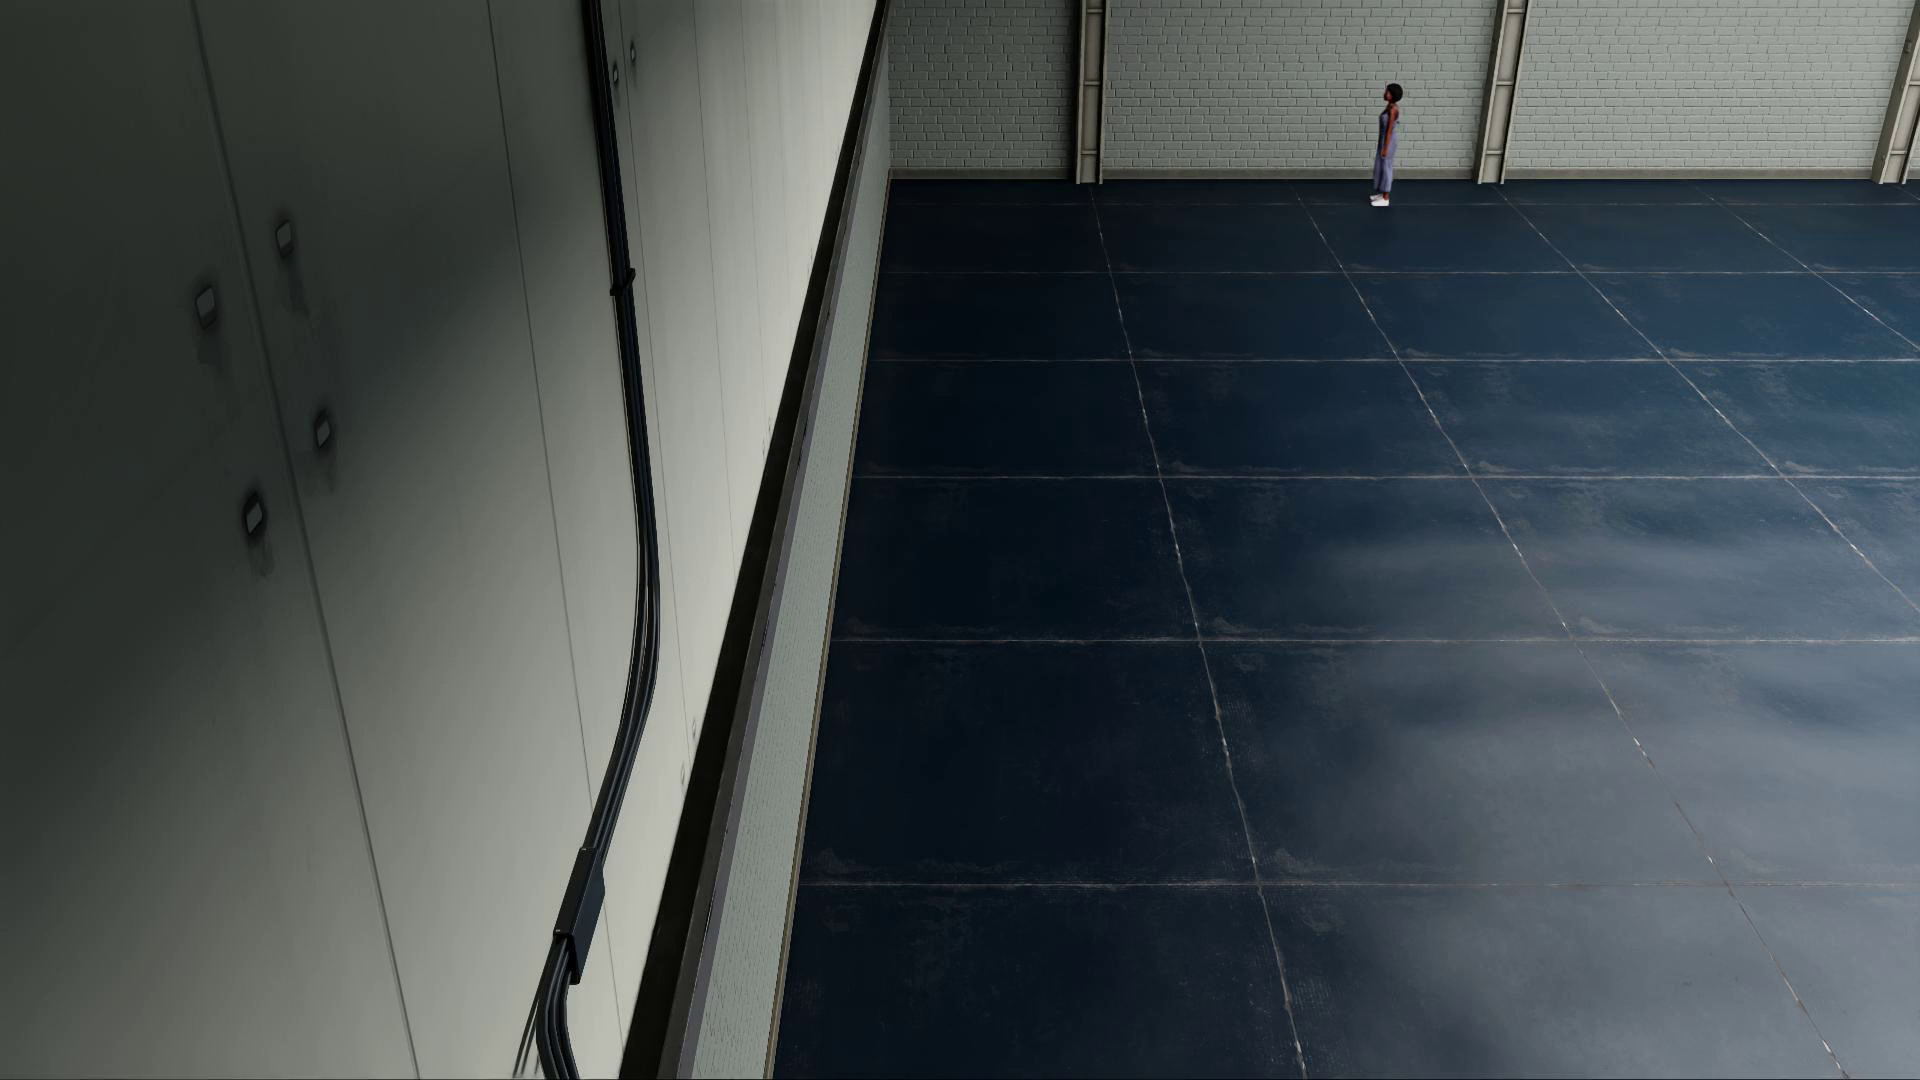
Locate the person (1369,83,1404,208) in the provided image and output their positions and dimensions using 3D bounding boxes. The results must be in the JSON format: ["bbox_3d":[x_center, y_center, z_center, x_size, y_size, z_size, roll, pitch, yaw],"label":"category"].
[{"bbox_3d":[6.070,-5.614,23.583,0.544,1.695,0.608,2,28,4],"label":"person"}]
